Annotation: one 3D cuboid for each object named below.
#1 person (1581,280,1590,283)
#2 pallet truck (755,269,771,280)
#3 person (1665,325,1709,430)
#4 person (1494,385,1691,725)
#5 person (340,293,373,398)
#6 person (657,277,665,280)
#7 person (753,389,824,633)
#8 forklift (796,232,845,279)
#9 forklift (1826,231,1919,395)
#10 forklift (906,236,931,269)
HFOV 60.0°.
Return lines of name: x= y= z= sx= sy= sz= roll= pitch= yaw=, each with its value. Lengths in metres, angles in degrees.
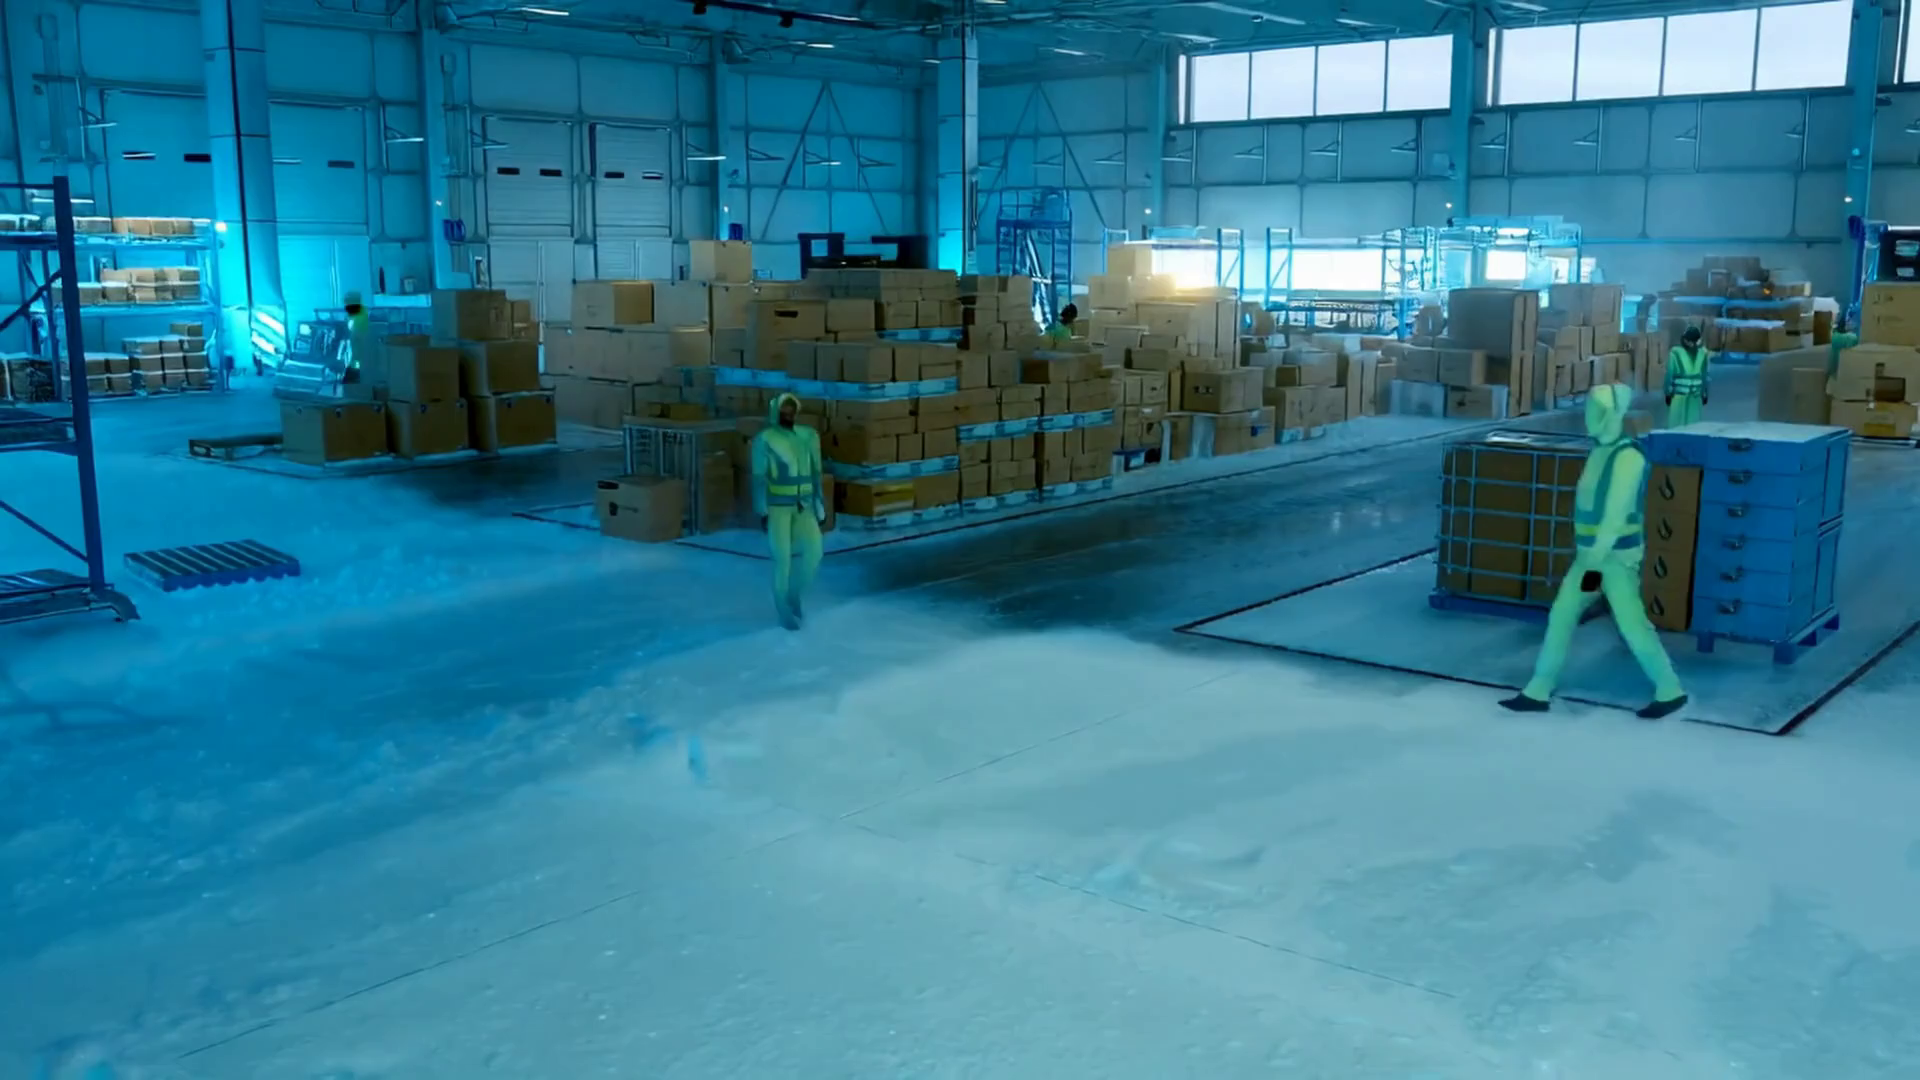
person: x=12.445 y=-4.300 z=33.681 sx=0.835 sy=1.905 sz=0.543 roll=3 pitch=10 yaw=17
pallet truck: x=-4.996 y=-6.432 z=45.525 sx=1.885 sy=1.965 sz=0.823 roll=-6 pitch=12 yaw=-32
person: x=8.647 y=-1.737 z=19.815 sx=0.524 sy=1.639 sz=0.306 roll=0 pitch=10 yaw=-3
person: x=3.473 y=0.089 z=8.891 sx=0.998 sy=1.839 sz=0.580 roll=0 pitch=10 yaw=0
person: x=-9.084 y=-2.767 z=25.045 sx=0.593 sy=1.862 sz=1.024 roll=9 pitch=14 yaw=43
person: x=-6.447 y=-4.712 z=35.953 sx=0.636 sy=1.928 sz=0.391 roll=-5 pitch=11 yaw=-25
person: x=-1.132 y=-0.195 z=11.069 sx=0.534 sy=1.624 sz=0.365 roll=-7 pitch=12 yaw=-36
forklift: x=-2.550 y=-4.254 z=30.610 sx=1.873 sy=2.768 sz=1.129 roll=8 pitch=13 yaw=40
forklift: x=15.834 y=-3.800 z=28.029 sx=1.873 sy=2.768 sz=1.129 roll=-3 pitch=10 yaw=-16
forklift: x=-0.984 y=-5.764 z=39.211 sx=1.873 sy=2.768 sz=1.129 roll=2 pitch=10 yaw=14
